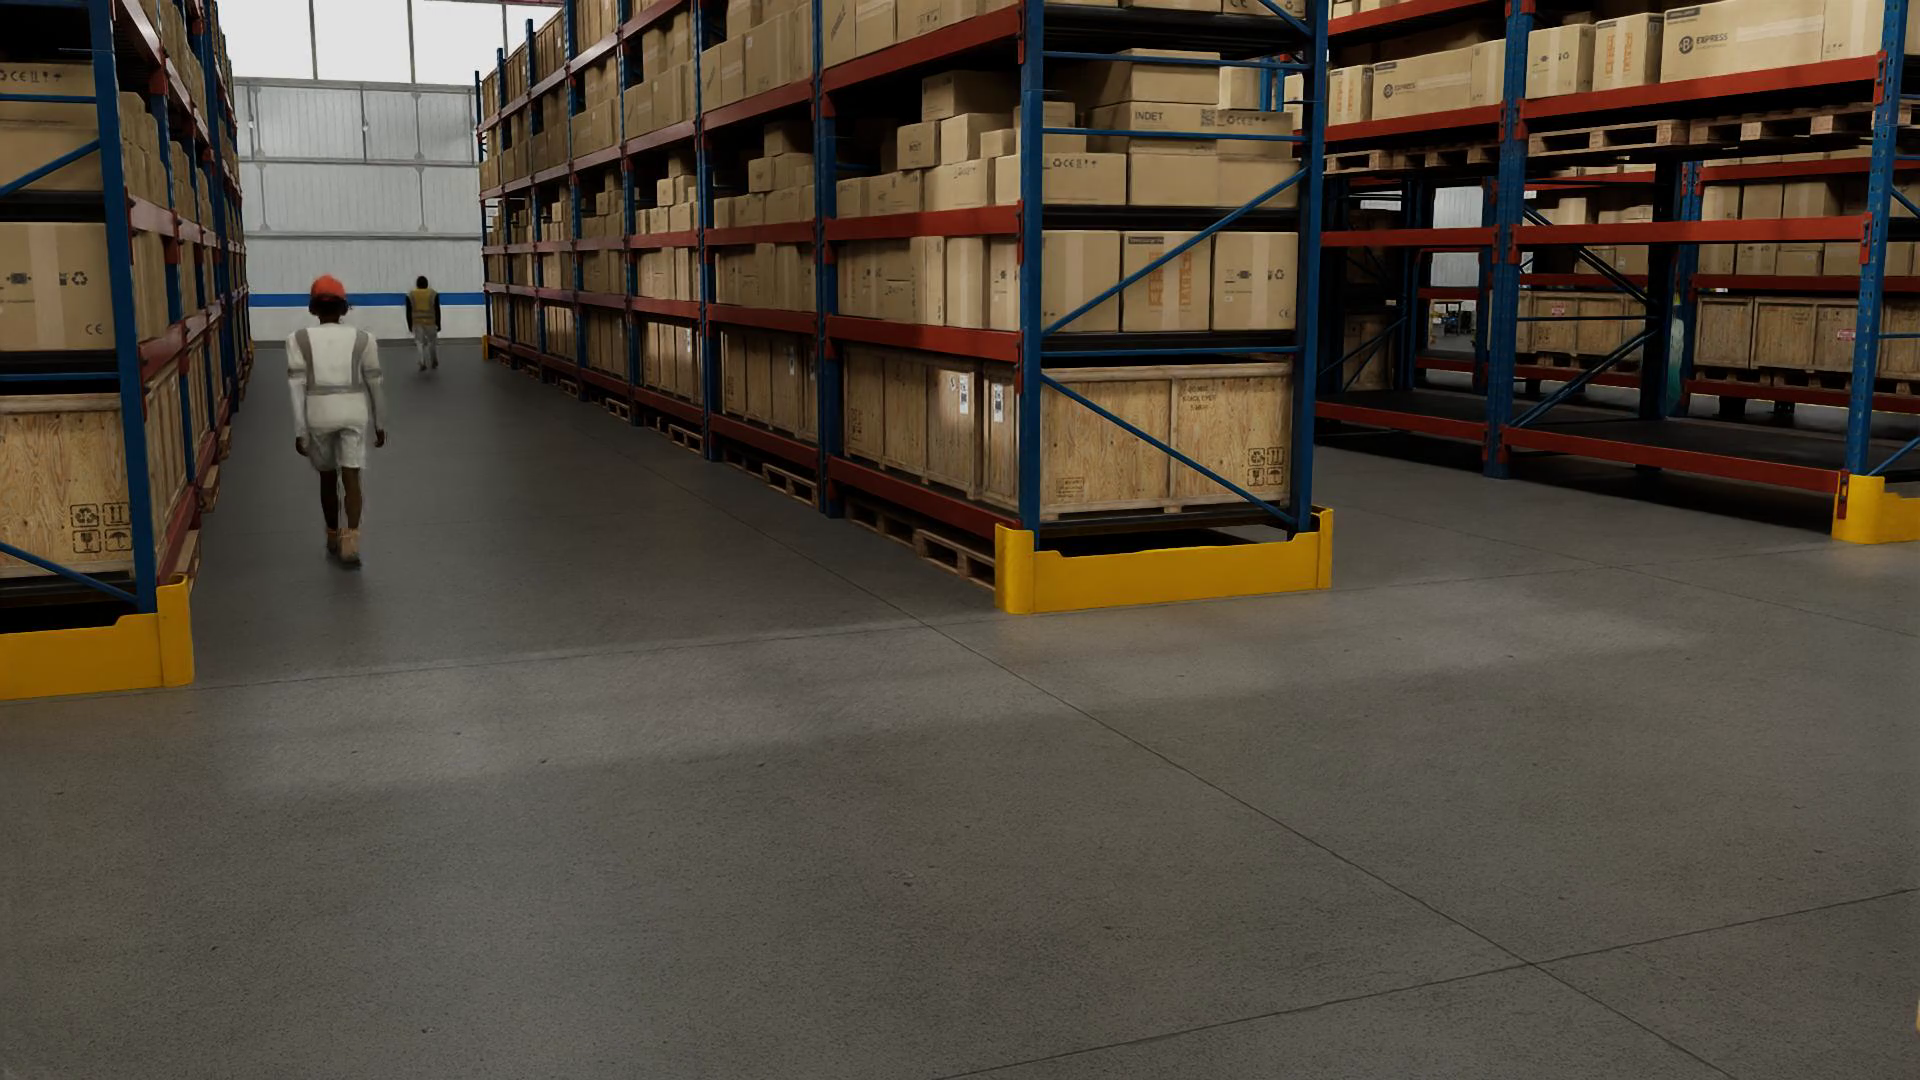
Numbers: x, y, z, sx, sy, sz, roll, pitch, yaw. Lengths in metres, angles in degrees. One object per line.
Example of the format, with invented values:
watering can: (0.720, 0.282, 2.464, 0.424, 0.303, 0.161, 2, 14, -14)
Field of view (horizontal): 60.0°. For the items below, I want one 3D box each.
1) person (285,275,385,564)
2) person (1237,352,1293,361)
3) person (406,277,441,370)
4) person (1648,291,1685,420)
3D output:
person: (-4.321, -0.832, 11.547, 0.622, 1.999, 1.072, -4, 10, -22)
person: (2.673, -1.225, 14.282, 0.544, 1.861, 0.738, -6, 11, -30)
person: (-10.395, -4.201, 32.268, 0.654, 1.789, 0.945, -2, 10, -10)
person: (8.165, -2.016, 19.321, 0.539, 1.756, 0.367, -2, 10, -9)
